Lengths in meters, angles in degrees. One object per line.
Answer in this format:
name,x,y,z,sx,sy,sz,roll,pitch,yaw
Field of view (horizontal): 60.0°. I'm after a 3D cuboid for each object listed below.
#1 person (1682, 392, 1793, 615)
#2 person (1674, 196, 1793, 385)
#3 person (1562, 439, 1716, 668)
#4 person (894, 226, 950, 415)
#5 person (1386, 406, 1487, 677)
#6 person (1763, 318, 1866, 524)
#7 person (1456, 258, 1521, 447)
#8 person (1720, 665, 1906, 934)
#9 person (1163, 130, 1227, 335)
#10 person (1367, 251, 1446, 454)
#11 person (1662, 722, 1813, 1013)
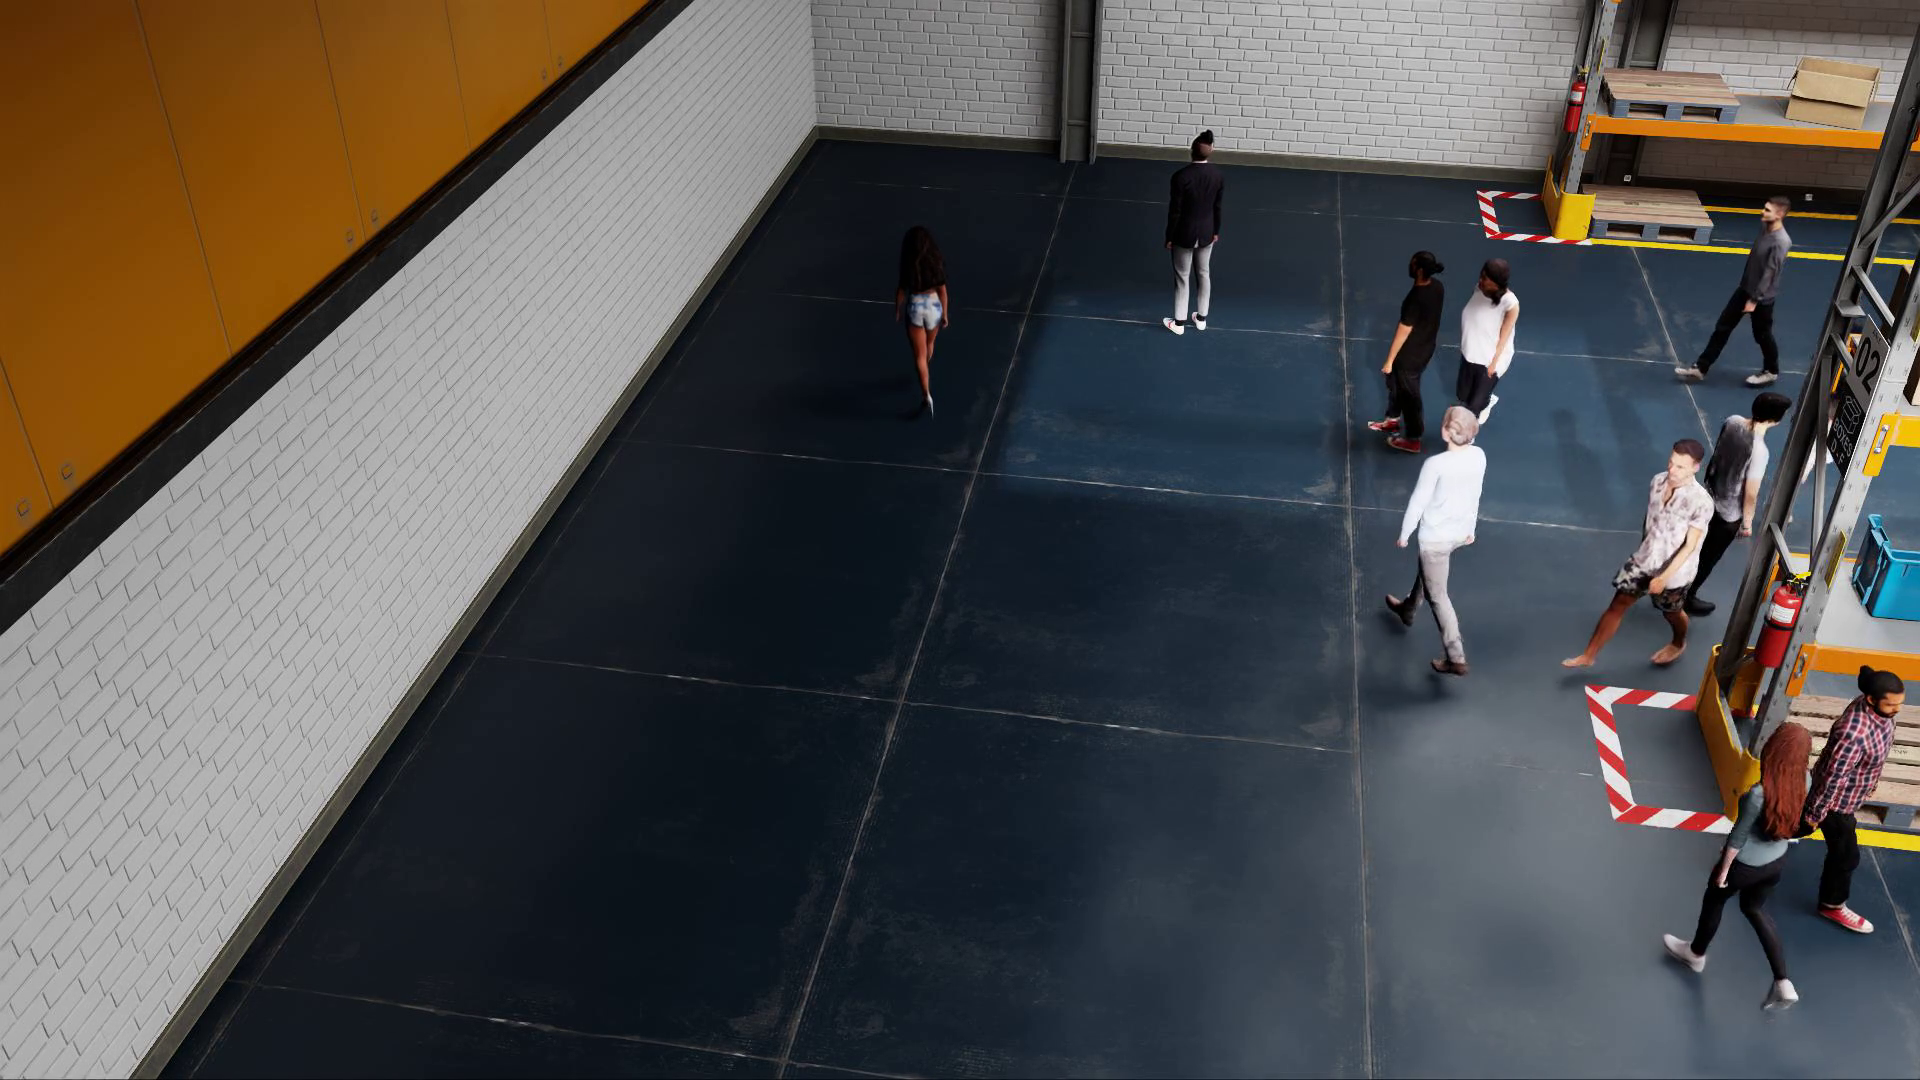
person,5.151,-0.215,11.415,0.826,1.834,0.798,-4,34,-6
person,6.957,-2.100,14.356,1.195,1.718,0.819,-2,34,-3
person,4.711,0.139,10.942,1.256,1.768,1.124,-15,37,-22
person,-0.300,-1.822,14.066,1.035,1.575,0.922,-8,35,-12
person,3.252,0.038,11.022,1.282,1.848,1.216,-15,37,-22
person,6.320,-0.833,12.410,0.811,1.763,0.737,-7,34,-10
person,4.304,-1.526,13.533,0.975,1.673,0.893,-14,36,-21
person,4.745,1.344,9.147,1.201,1.747,0.959,19,38,26
person,2.150,-2.833,15.249,0.725,1.950,0.858,-11,35,-16
person,3.739,-1.487,13.412,0.891,1.742,0.826,21,39,28
person,4.170,1.725,8.598,1.033,1.722,0.995,-16,37,-22
